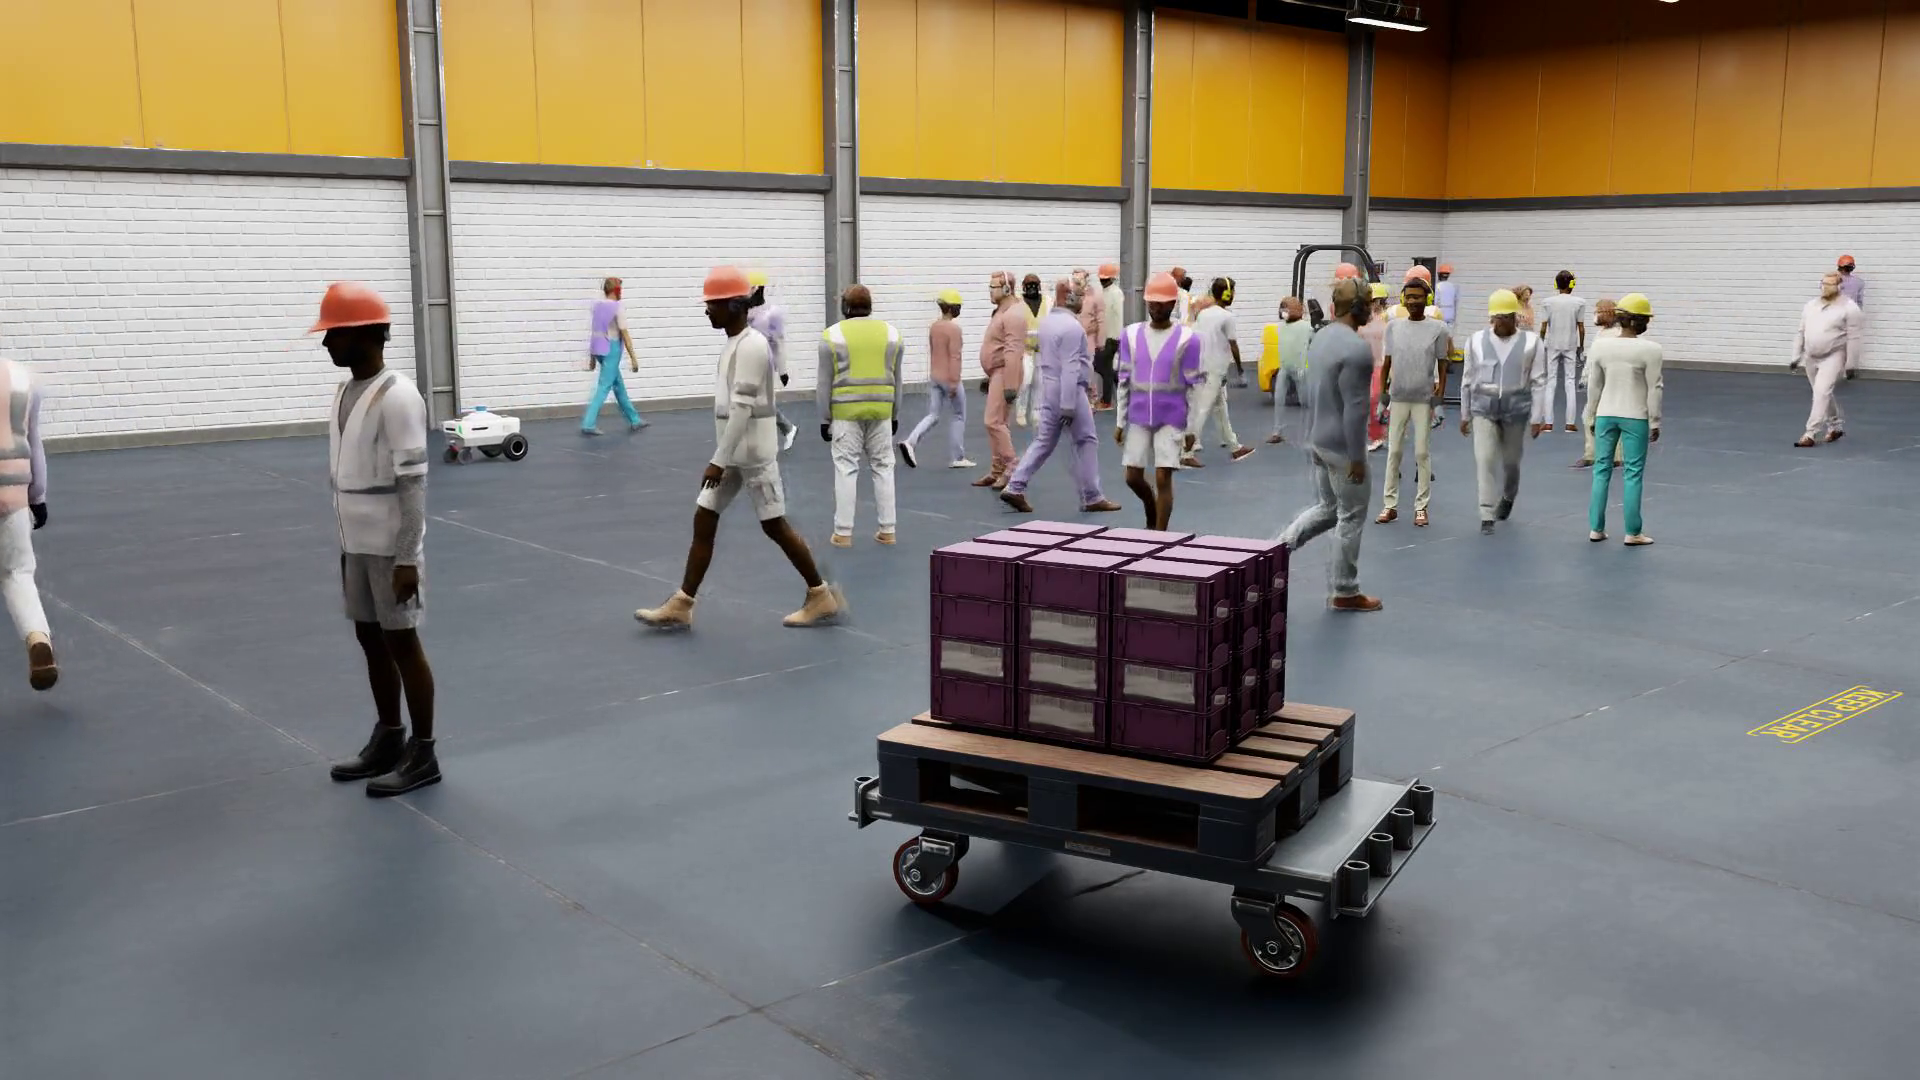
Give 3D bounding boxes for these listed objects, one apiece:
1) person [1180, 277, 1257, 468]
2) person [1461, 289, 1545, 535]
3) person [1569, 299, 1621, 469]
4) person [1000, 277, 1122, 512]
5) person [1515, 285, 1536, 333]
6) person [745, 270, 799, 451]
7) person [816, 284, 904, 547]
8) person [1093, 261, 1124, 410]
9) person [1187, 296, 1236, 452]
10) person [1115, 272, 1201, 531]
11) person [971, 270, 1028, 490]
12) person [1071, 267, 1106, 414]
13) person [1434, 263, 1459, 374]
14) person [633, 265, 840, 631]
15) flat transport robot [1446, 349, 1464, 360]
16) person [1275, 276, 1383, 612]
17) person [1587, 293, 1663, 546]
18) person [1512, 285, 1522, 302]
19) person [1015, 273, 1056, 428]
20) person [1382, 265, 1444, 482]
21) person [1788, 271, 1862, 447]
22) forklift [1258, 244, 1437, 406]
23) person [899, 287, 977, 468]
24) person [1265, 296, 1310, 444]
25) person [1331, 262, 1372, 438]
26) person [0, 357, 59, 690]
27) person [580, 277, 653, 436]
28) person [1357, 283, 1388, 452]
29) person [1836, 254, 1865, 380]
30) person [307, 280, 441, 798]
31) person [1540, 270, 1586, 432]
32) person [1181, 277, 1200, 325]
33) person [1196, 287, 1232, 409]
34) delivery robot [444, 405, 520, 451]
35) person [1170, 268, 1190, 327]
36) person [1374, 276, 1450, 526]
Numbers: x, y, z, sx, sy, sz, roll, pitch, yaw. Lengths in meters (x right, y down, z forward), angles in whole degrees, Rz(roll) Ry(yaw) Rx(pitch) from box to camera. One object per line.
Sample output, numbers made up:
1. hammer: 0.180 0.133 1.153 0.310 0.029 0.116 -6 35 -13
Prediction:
1. person: 2.500 -1.595 15.942 1.000 1.809 0.508 -4 11 -24
2. person: 4.028 -0.967 12.362 0.597 1.797 0.848 3 10 18
3. person: 6.024 -1.465 15.767 0.622 1.611 0.505 1 10 9
4. person: 0.772 -1.132 13.079 0.959 1.871 0.653 -3 10 -18
5. person: 7.849 -2.708 23.019 0.529 1.610 0.639 -6 11 -32
6. person: -1.968 -1.809 16.963 0.842 1.892 0.580 -9 13 -43
7. person: -0.699 -0.863 11.635 0.627 1.835 0.432 -3 10 -19
8. person: 1.999 -2.675 21.848 0.566 1.960 0.628 -3 10 -20
9. person: 2.614 -1.741 17.392 0.526 1.599 0.761 6 11 31
10. person: 1.318 -0.807 11.003 0.572 1.921 0.574 4 11 23
11. person: 0.348 -1.387 14.471 0.457 1.902 0.671 -1 10 -4
12. person: 1.512 -2.510 21.085 0.636 1.887 0.419 7 12 35
13. person: 8.370 -3.852 28.943 0.568 1.882 0.988 -2 10 -11
14. person: -1.167 -0.475 8.921 1.105 1.979 0.622 -4 10 -22
15. flat transport robot: 10.055 -3.572 32.024 1.431 0.197 0.652 1 10 6
16. person: 2.069 -0.527 9.390 0.657 1.918 0.632 -1 10 -8
17. person: 4.670 -0.845 11.696 0.329 1.765 0.526 -9 13 -42
18. person: 7.986 -2.870 24.027 0.326 1.600 0.577 -6 11 -30
19. person: 0.865 -2.215 19.540 0.633 1.823 0.451 -2 10 -11
20. person: 4.064 -1.484 14.928 0.547 1.938 0.359 5 11 28
21. person: 9.289 -1.937 17.821 0.995 1.869 0.631 -5 11 -26
22. forklift: 5.256 -2.933 22.661 2.313 2.155 1.214 3 10 16
23. person: -0.199 -1.521 15.748 0.745 1.743 0.520 -7 12 -35
24. person: 3.663 -1.846 18.034 0.771 1.599 0.506 -7 12 -36
25. person: 4.278 -2.011 17.962 0.716 1.963 0.642 -6 12 -33
26. person: -4.426 -0.159 7.496 0.652 1.825 0.640 9 13 42
27. person: -3.958 -2.089 18.940 1.014 1.783 0.579 -9 13 -41
28. person: 4.273 -1.784 17.257 0.550 1.750 0.536 -5 11 -27
29. person: 14.421 -3.635 27.202 0.607 2.048 0.367 0 10 -2
30. person: -2.208 -0.003 6.258 0.553 1.935 0.363 9 13 44
31. person: 6.936 -2.172 19.176 0.518 1.865 0.330 4 10 22
32. person: 3.615 -3.394 26.837 0.532 1.691 0.318 4 10 22
33. person: 3.361 -2.543 22.016 0.501 1.633 0.288 4 10 22
34. delivery robot: -4.708 -1.088 16.379 0.477 0.478 0.707 9 13 42
35. person: 3.200 -3.032 24.248 0.946 1.837 0.591 -8 13 -39
36. person: 3.393 -1.038 12.514 0.512 1.872 0.328 5 11 26
